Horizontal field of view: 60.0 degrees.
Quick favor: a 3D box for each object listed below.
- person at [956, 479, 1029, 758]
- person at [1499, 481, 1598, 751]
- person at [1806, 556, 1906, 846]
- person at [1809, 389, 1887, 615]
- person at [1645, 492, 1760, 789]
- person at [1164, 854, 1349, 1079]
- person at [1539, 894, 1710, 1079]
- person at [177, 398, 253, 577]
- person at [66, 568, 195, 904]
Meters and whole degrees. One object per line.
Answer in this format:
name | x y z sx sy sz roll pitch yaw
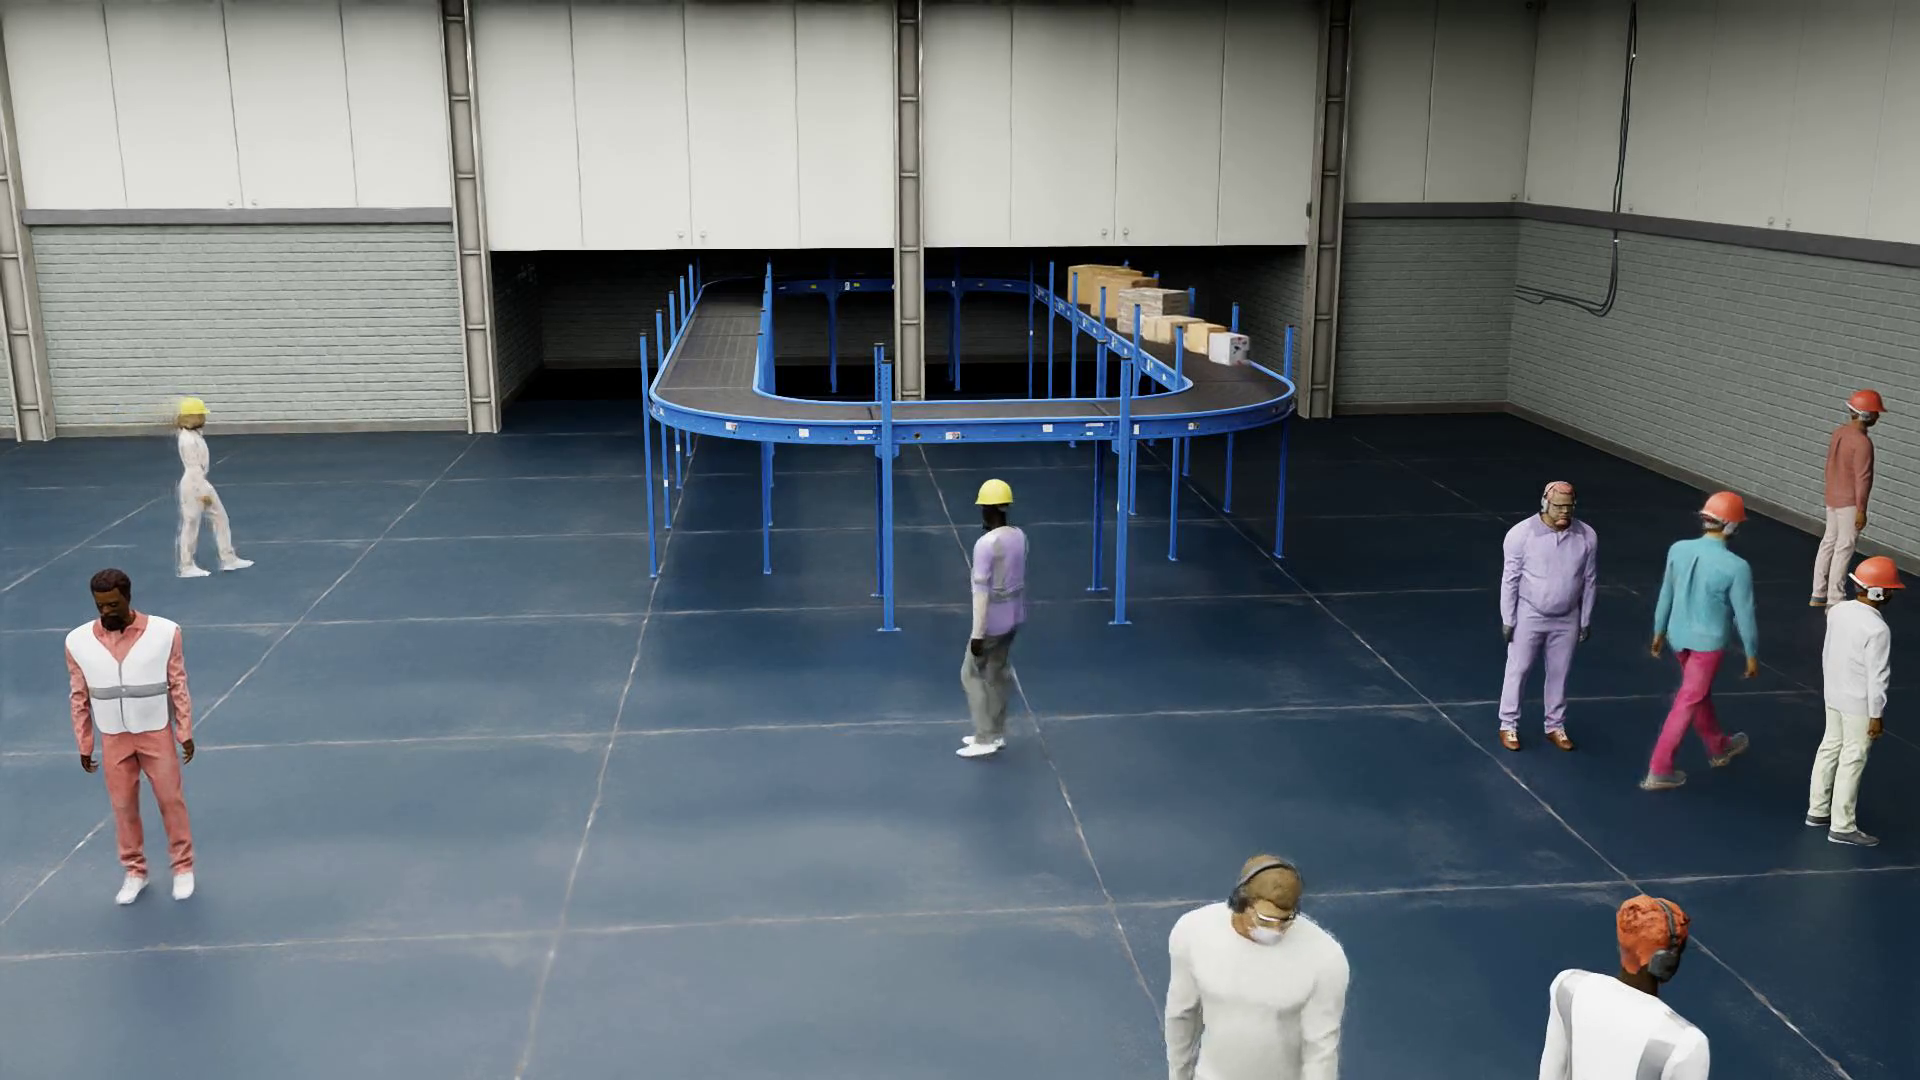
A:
person | 0.210 0.538 11.259 0.446 1.909 0.614 9 17 33
person | 4.013 0.525 11.358 0.640 1.899 0.395 0 14 -1
person | 5.379 0.945 9.955 0.338 1.749 0.573 0 14 -1
person | 7.800 -0.333 14.579 0.397 1.992 0.623 1 14 3
person | 4.905 0.641 10.767 1.006 1.941 0.660 -6 15 -21
person | 1.029 1.905 5.856 0.638 1.885 0.806 5 15 21
person | 2.122 2.029 5.349 0.359 1.886 0.573 -8 16 -30
person | -7.128 -0.498 15.798 0.755 1.716 0.497 -3 14 -14
person | -4.550 1.065 9.171 0.598 1.908 0.397 -4 15 -15
